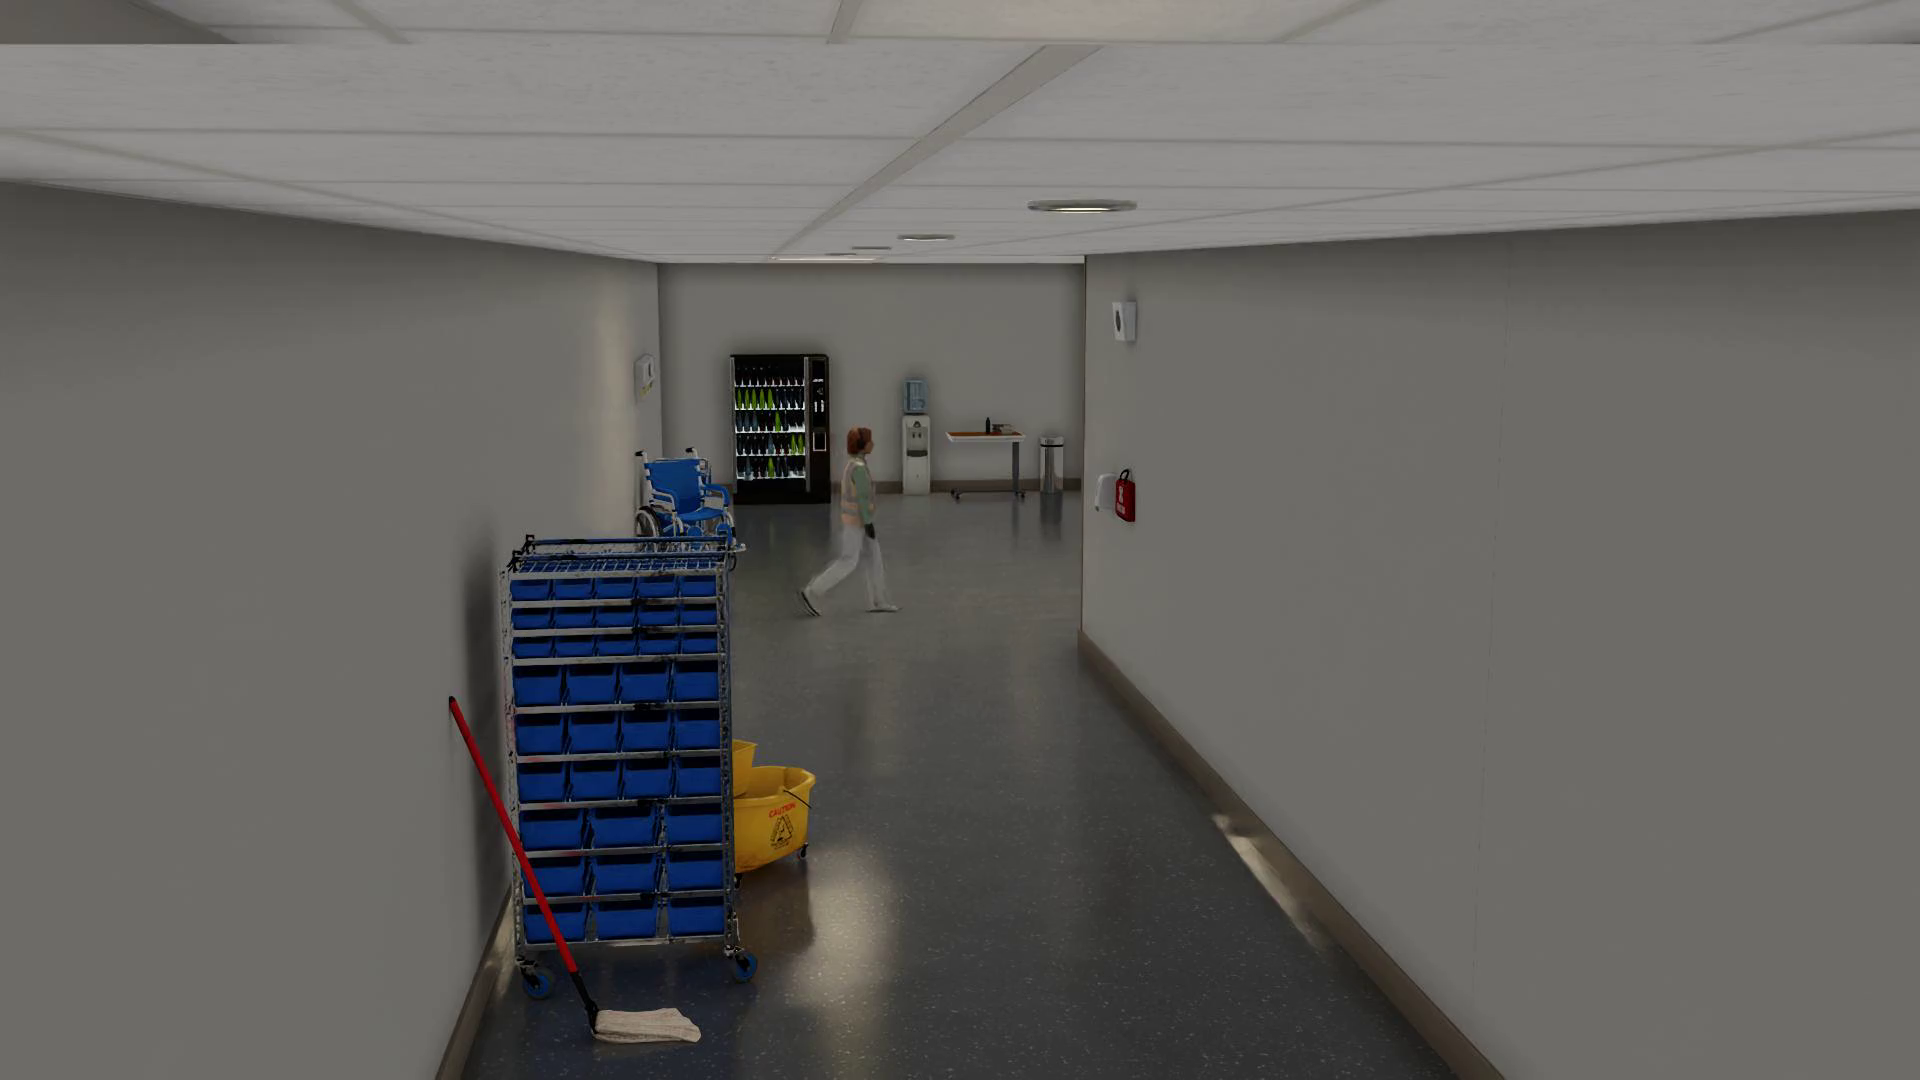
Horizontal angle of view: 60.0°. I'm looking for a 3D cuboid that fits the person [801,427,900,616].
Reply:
[{"bbox_3d":[-0.930,-0.154,14.024,0.774,1.608,0.516,0,9,-2],"label":"person"}]
